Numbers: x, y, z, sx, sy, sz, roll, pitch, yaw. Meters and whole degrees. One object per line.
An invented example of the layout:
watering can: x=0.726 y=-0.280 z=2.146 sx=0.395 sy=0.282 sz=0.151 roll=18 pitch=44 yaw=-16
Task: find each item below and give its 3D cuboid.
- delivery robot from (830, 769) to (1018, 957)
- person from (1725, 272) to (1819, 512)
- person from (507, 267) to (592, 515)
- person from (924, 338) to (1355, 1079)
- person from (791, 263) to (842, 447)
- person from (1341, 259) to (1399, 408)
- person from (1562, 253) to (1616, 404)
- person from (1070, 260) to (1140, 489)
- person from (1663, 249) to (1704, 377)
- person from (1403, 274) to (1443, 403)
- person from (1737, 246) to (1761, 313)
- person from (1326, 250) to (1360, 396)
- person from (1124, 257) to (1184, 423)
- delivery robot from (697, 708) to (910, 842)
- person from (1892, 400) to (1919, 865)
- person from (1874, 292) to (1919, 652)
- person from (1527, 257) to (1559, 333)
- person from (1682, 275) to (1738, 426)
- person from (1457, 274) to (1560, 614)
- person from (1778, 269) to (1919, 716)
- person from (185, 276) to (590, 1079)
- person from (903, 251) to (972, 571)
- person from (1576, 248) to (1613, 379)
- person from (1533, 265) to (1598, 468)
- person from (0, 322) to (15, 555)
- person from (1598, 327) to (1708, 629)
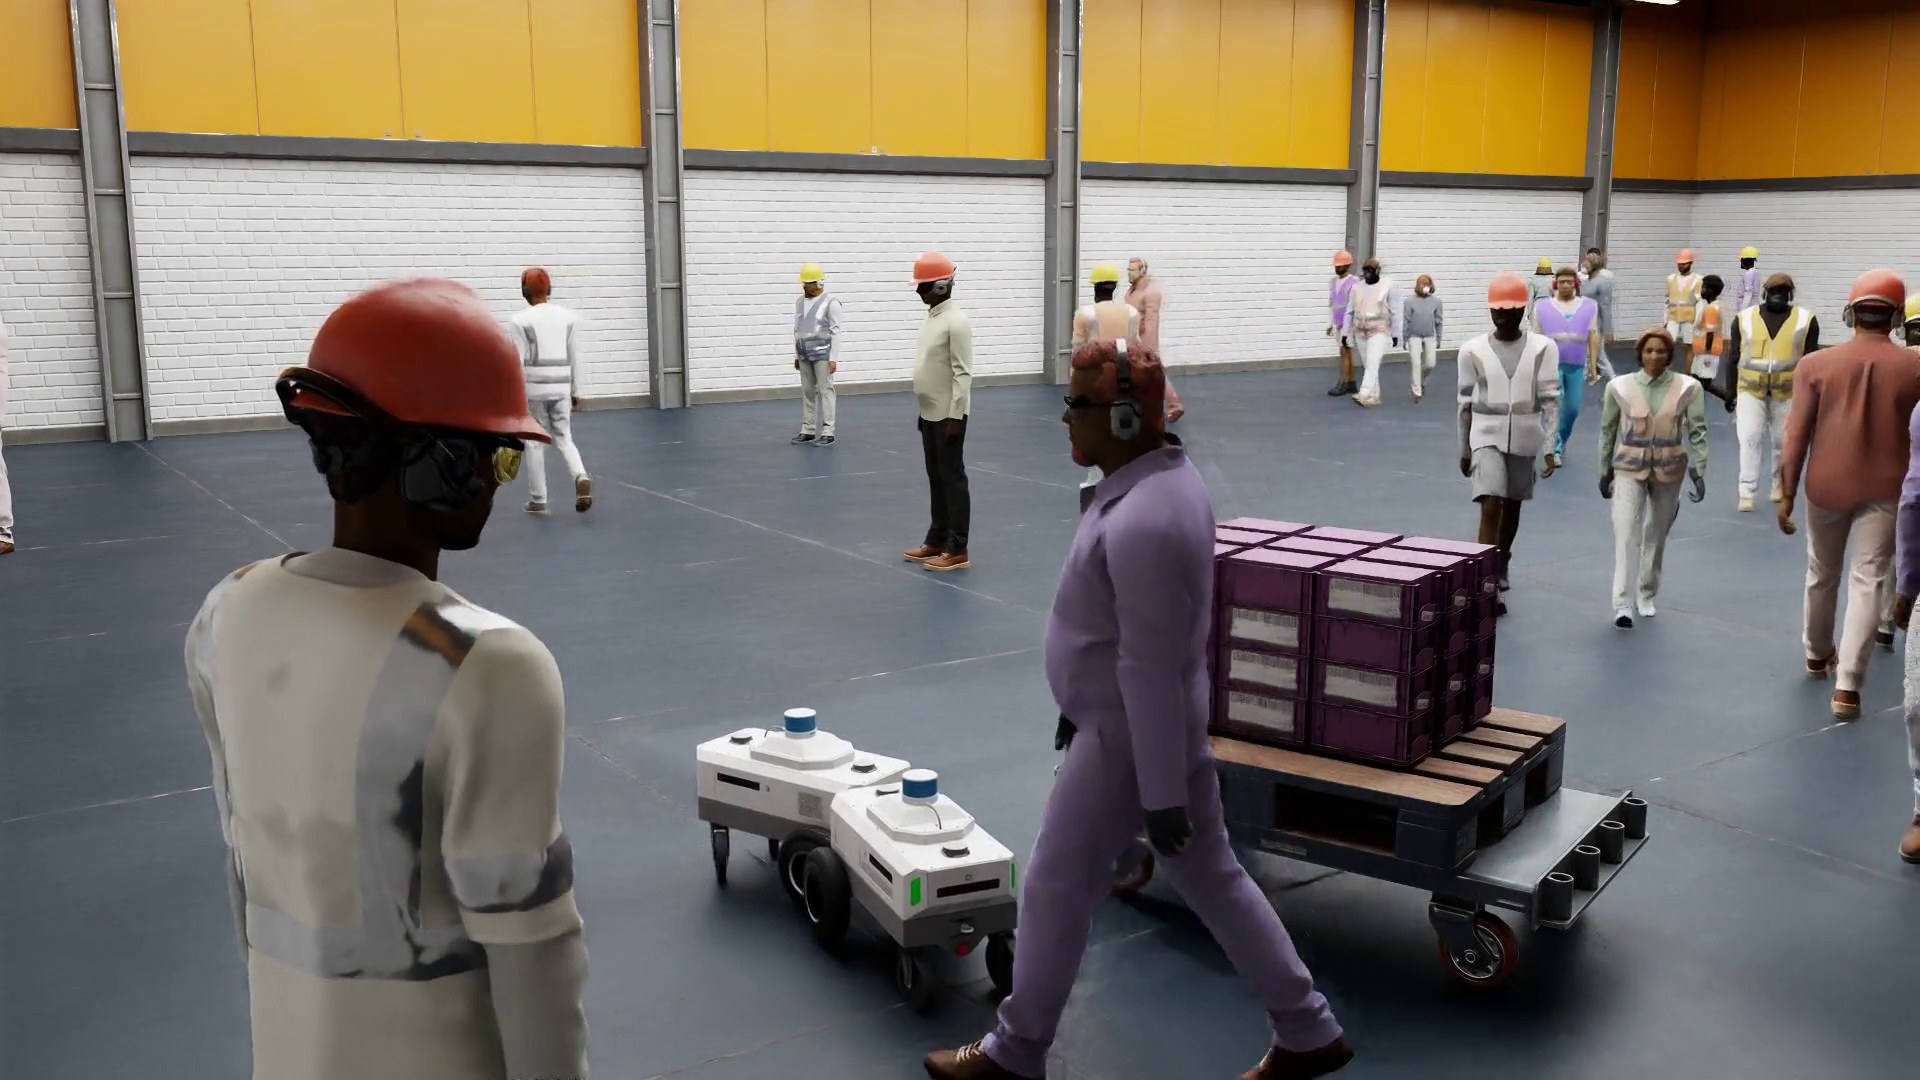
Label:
delivery robot: x=-0.113 y=0.900 z=4.754 sx=0.477 sy=0.478 sz=0.707 roll=-4 pitch=11 yaw=-23
person: x=6.229 y=-1.149 z=12.792 sx=0.643 sy=1.819 sz=0.808 roll=5 pitch=12 yaw=26
person: x=-3.033 y=-1.081 z=12.284 sx=0.585 sy=1.865 sz=0.692 roll=-8 pitch=13 yaw=-38
person: x=0.463 y=0.453 z=3.918 sx=1.006 sy=1.862 sz=0.645 roll=3 pitch=11 yaw=16
person: x=-1.446 y=-1.841 z=16.567 sx=0.586 sy=1.822 sz=0.404 roll=9 pitch=14 yaw=40
person: x=4.958 y=-2.516 z=20.318 sx=0.659 sy=1.795 sz=0.937 roll=9 pitch=14 yaw=41
person: x=7.871 y=-2.633 z=20.752 sx=1.041 sy=1.885 sz=0.655 roll=0 pitch=10 yaw=-3
person: x=1.176 y=-1.266 z=13.222 sx=0.594 sy=1.900 sz=0.886 roll=-5 pitch=11 yaw=-25
person: x=9.800 y=-2.997 z=22.677 sx=0.906 sy=1.899 sz=0.576 roll=-10 pitch=14 yaw=-44
person: x=5.807 y=-2.538 z=20.938 sx=0.504 sy=1.620 sz=0.467 roll=0 pitch=10 yaw=1
person: x=12.075 y=-3.533 z=25.545 sx=0.355 sy=1.930 sz=0.587 roll=6 pitch=12 yaw=32
person: x=5.052 y=-2.844 z=21.892 sx=0.661 sy=1.903 sz=0.560 roll=-5 pitch=11 yaw=-23
person: x=2.064 y=-2.214 z=18.523 sx=0.994 sy=1.863 sz=0.657 roll=-4 pitch=11 yaw=-22
delivery robot: x=-0.513 y=0.787 z=5.374 sx=0.707 sy=0.478 sz=0.477 roll=7 pitch=13 yaw=35
person: x=3.254 y=0.179 z=5.224 sx=0.634 sy=1.919 sz=0.431 roll=10 pitch=14 yaw=44
person: x=4.804 y=-0.362 z=8.491 sx=0.608 sy=1.805 sz=0.724 roll=4 pitch=11 yaw=19
person: x=9.456 y=-3.706 z=27.003 sx=0.486 sy=1.746 sz=0.290 roll=3 pitch=11 yaw=15
person: x=8.192 y=-2.036 z=18.045 sx=0.695 sy=1.676 sz=0.539 roll=5 pitch=11 yaw=24
person: x=3.085 y=-0.562 z=9.438 sx=0.542 sy=1.887 sz=1.035 roll=2 pitch=11 yaw=10
person: x=4.028 y=-0.233 z=7.444 sx=0.641 sy=1.934 sz=1.052 roll=6 pitch=12 yaw=29
person: x=-0.686 y=0.687 z=2.157 sx=0.611 sy=2.030 sz=0.410 roll=7 pitch=12 yaw=33
person: x=-0.133 y=-0.802 z=10.420 sx=0.392 sy=1.985 sz=0.610 roll=-4 pitch=11 yaw=-21
person: x=9.224 y=-3.301 z=24.302 sx=0.591 sy=1.920 sz=0.392 roll=-3 pitch=11 yaw=-15
person: x=5.526 y=-1.604 z=15.259 sx=0.572 sy=1.822 sz=0.808 roll=1 pitch=10 yaw=8
person: x=-6.475 y=-0.833 z=10.807 sx=0.643 sy=1.909 sz=0.410 roll=4 pitch=11 yaw=21
person: x=3.682 y=-0.325 z=8.862 sx=0.530 sy=1.593 sz=0.843 roll=3 pitch=11 yaw=18
